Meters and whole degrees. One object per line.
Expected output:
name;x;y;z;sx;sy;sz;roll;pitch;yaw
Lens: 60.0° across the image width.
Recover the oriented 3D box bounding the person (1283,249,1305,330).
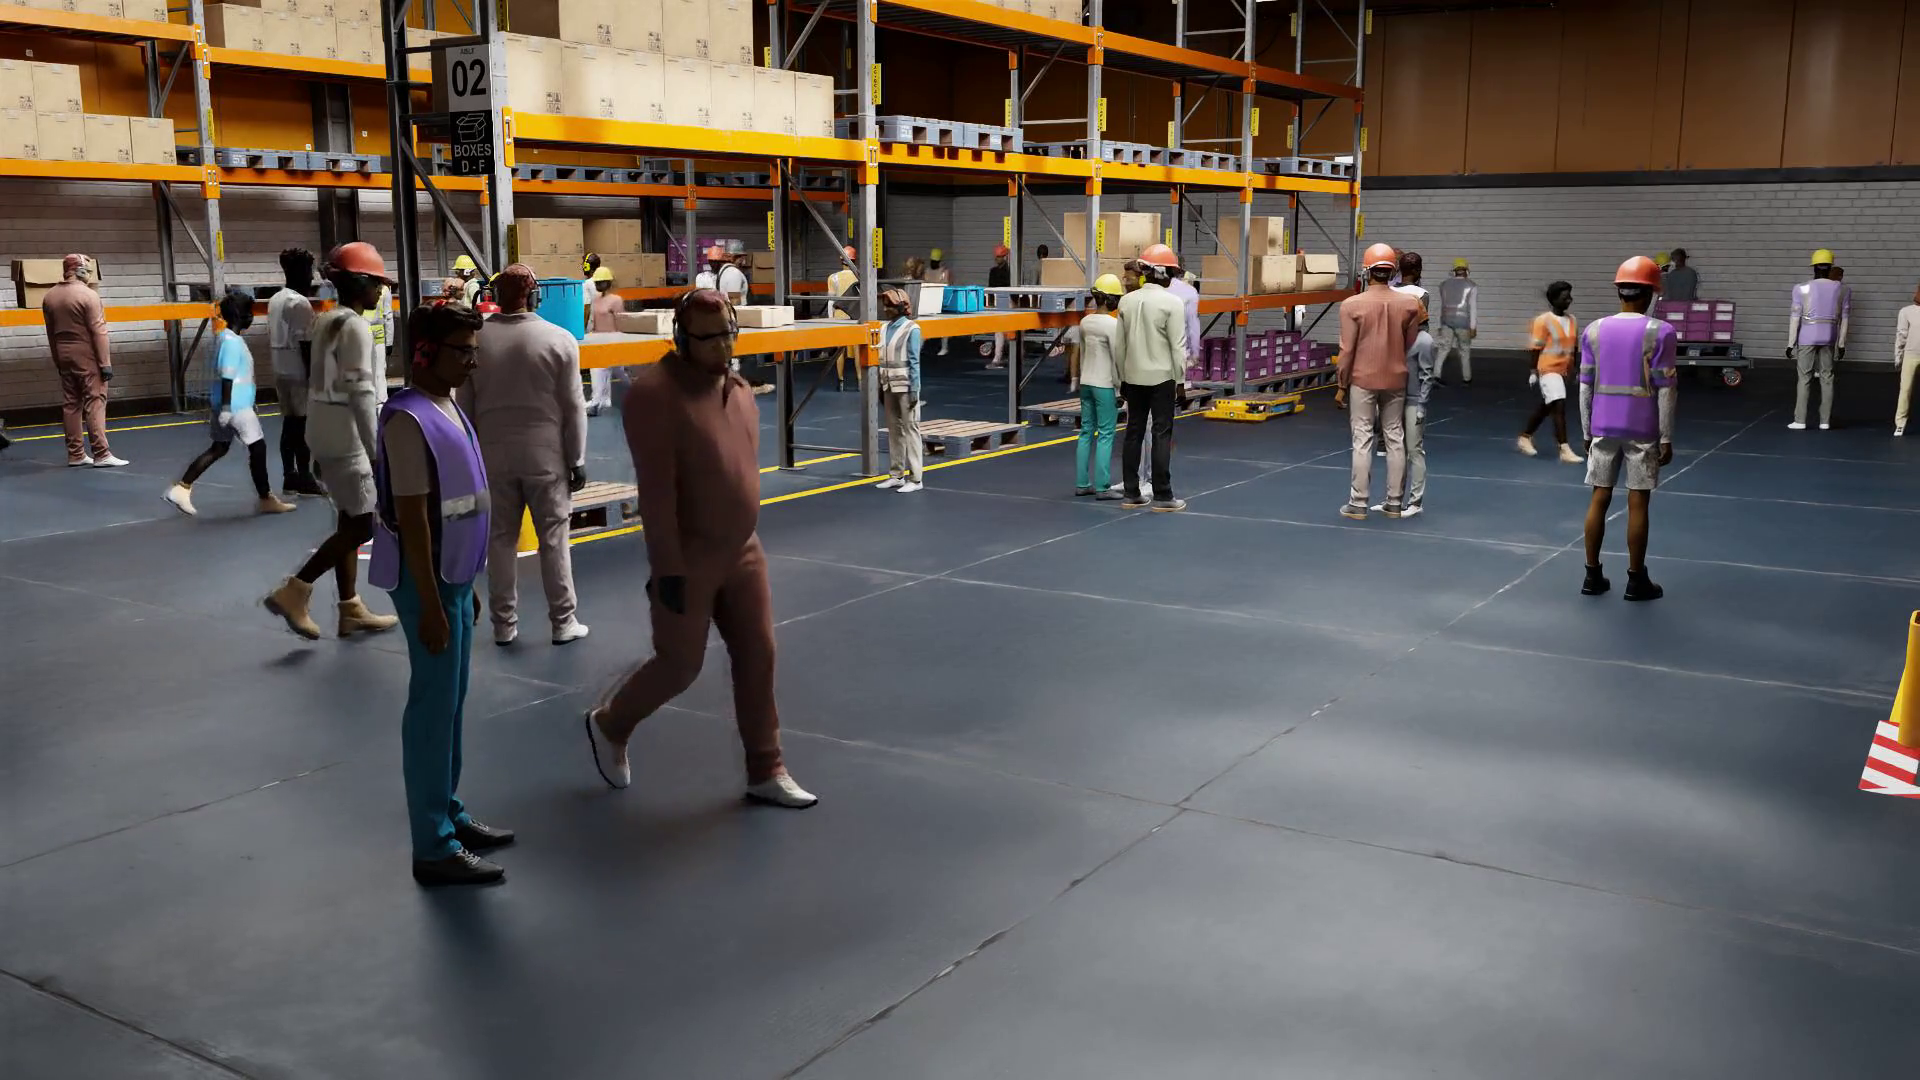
person;5.292;-3.659;26.366;0.346;1.879;0.578;9;13;40

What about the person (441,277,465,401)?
person;-5.257;-1.909;17.327;0.312;1.638;0.512;-8;13;-38

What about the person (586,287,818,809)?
person;-0.956;0.035;5.923;0.813;1.871;0.645;6;12;32

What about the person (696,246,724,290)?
person;-3.271;-2.969;22.365;0.542;1.939;0.361;-4;11;-20

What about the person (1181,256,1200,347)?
person;3.005;-3.060;23.135;0.624;1.844;0.430;3;11;16

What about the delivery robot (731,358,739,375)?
delivery robot;-3.330;-2.330;22.399;0.707;0.478;0.477;-8;13;-40

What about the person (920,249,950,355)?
person;-0.438;-4.127;28.997;0.577;1.864;0.990;5;11;26

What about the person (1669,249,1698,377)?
person;10.521;-3.328;24.484;1.018;1.882;0.650;-3;11;-17

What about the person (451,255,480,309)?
person;-6.146;-2.638;20.824;0.404;1.830;0.602;-5;11;-26

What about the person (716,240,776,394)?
person;-2.807;-2.915;21.784;0.826;2.000;0.698;-5;11;-24

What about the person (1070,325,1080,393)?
person;1.756;-2.974;22.274;0.622;1.978;1.080;6;12;32

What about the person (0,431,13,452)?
person;-9.018;-1.607;14.967;0.596;1.885;0.591;-5;11;-24

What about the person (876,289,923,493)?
person;-0.486;-1.199;13.411;0.311;1.634;0.519;-8;13;-38

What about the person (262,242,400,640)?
person;-3.145;-0.477;8.357;0.710;2.012;0.630;-7;12;-34

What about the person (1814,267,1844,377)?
person;12.832;-3.208;24.554;0.271;1.629;0.497;6;12;29

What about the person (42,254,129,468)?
person;-7.799;-1.588;14.823;0.638;1.902;0.407;4;11;22

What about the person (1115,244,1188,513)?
person;1.445;-1.203;12.431;0.623;1.989;0.389;10;14;43

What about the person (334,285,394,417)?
person;-6.582;-2.197;18.393;0.624;1.837;0.429;-2;11;-14

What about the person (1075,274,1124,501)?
person;1.122;-1.191;13.020;0.339;1.760;0.527;-6;12;-31

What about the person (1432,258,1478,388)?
person;6.806;-2.971;22.844;0.634;1.781;0.942;8;13;38

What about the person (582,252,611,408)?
person;-4.427;-2.524;20.089;0.328;1.872;0.513;4;11;21

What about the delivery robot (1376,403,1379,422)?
delivery robot;4.551;-1.411;17.305;0.477;0.478;0.707;-1;10;-6

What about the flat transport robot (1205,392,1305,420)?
flat transport robot;3.400;-1.545;19.098;0.652;0.197;1.431;6;12;31

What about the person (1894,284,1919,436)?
person;9.890;-1.865;17.120;0.493;1.626;0.286;4;11;22

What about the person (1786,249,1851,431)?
person;9.126;-2.125;17.727;0.594;1.922;0.386;2;10;9

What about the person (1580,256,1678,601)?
person;3.767;-0.624;9.386;0.543;1.934;0.362;10;14;43

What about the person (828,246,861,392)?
person;-1.488;-2.944;22.232;0.551;1.935;0.371;0;10;-2

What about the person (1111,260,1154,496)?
person;1.423;-1.280;13.202;0.310;1.868;0.534;-4;11;-22

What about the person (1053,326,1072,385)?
person;1.619;-3.080;23.079;0.796;1.894;0.558;-7;12;-34

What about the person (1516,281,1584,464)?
person;5.469;-1.562;15.357;0.536;1.655;0.852;-6;12;-31

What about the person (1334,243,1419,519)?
person;3.019;-1.143;12.088;0.611;1.996;0.387;-2;10;-8

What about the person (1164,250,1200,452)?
person;1.999;-1.800;15.912;0.655;1.922;0.526;6;12;30

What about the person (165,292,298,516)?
person;-5.394;-0.985;12.154;0.843;1.656;0.533;-5;12;-27

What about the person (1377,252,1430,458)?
person;4.114;-1.708;15.473;0.392;1.911;0.582;-5;11;-24

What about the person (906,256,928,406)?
person;-0.631;-2.526;20.221;0.454;1.826;0.504;0;10;0

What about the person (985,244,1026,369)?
person;0.738;-3.709;26.390;0.882;1.970;0.609;-8;13;-37

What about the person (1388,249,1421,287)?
person;5.761;-2.905;22.098;0.643;1.909;0.409;3;11;19

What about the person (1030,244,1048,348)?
person;1.560;-4.602;31.415;0.629;1.940;0.372;-8;13;-38

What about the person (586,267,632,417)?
person;-4.059;-2.287;19.216;0.927;1.713;0.516;-9;14;-41

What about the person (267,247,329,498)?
person;-5.216;-1.314;13.121;0.362;1.962;0.613;-9;14;-42

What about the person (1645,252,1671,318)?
person;10.375;-3.341;24.711;0.590;1.837;0.403;-7;12;-34

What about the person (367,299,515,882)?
person;-1.671;0.159;5.312;0.390;1.837;0.563;-1;10;-7

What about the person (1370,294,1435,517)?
person;3.271;-0.985;12.218;0.281;1.634;0.498;-4;11;-20

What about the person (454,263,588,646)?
person;-2.175;-0.418;8.323;0.643;1.908;0.399;0;10;1
